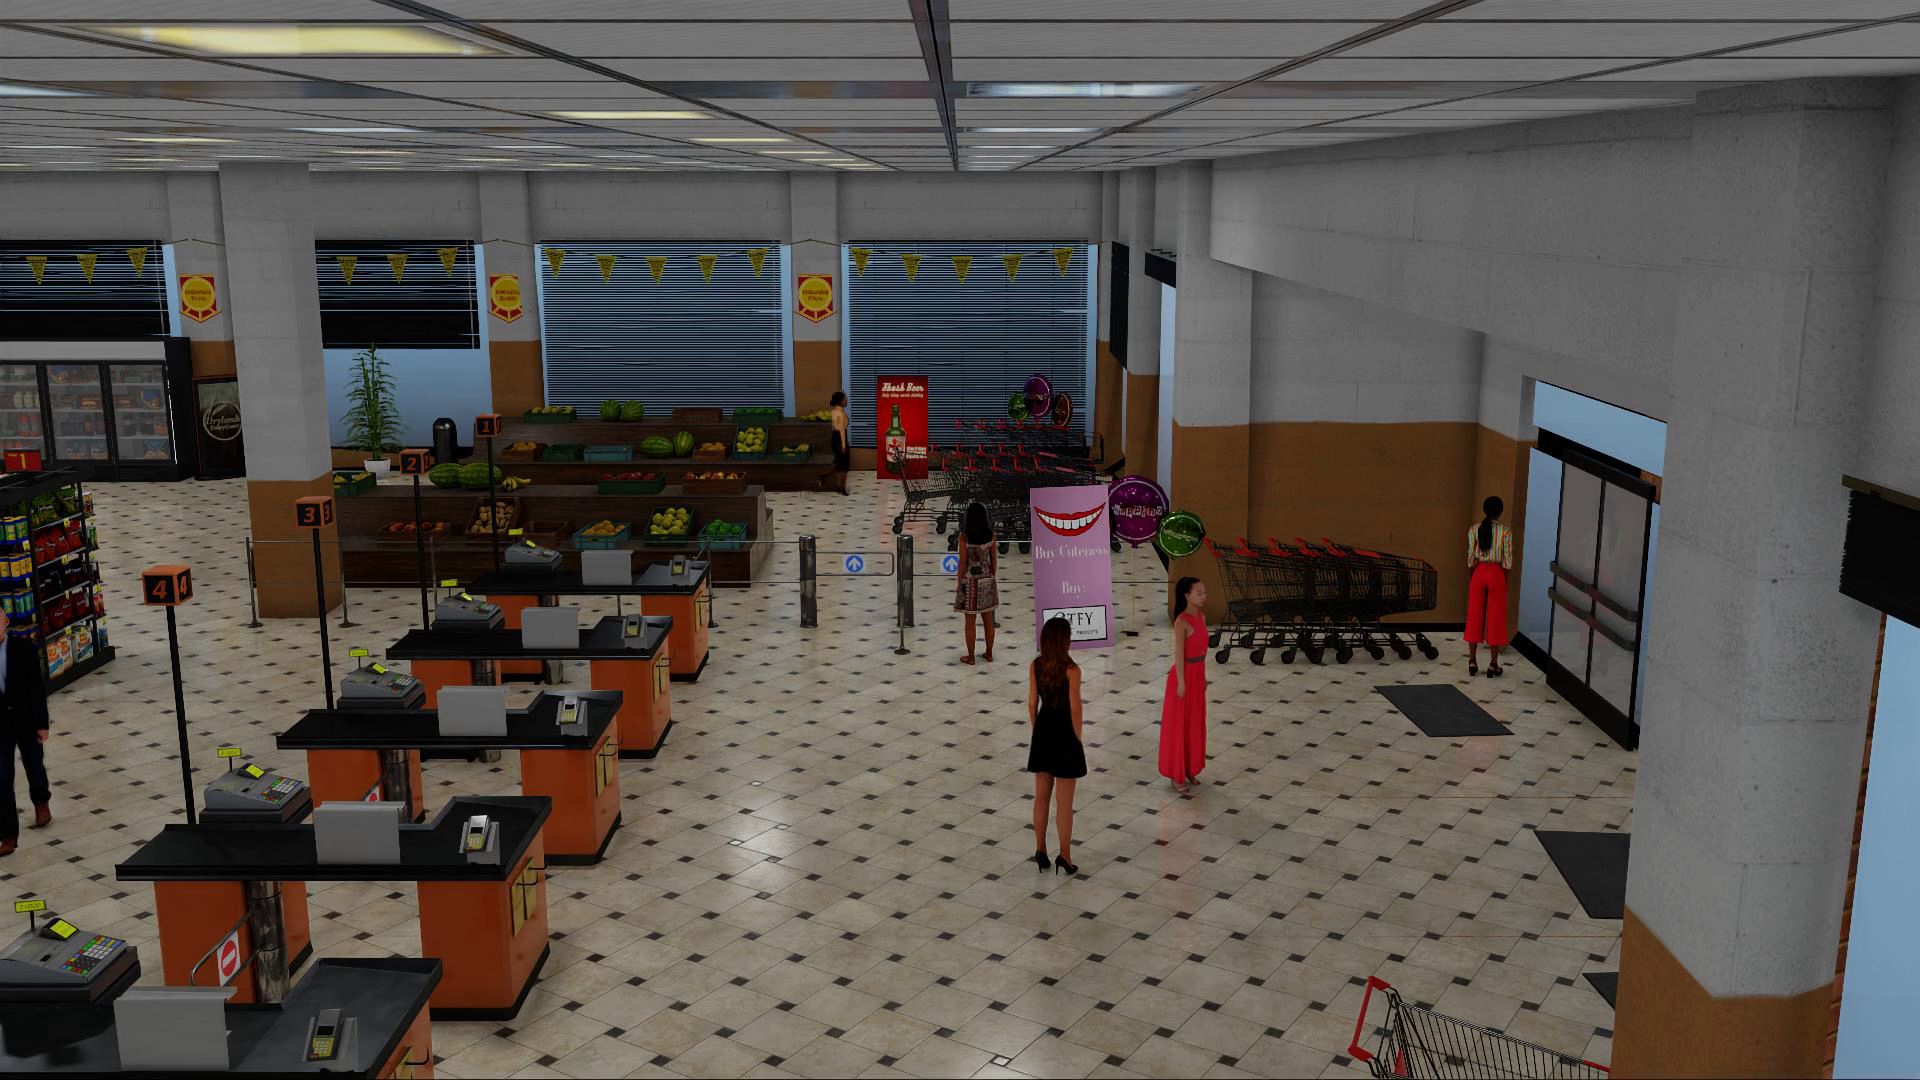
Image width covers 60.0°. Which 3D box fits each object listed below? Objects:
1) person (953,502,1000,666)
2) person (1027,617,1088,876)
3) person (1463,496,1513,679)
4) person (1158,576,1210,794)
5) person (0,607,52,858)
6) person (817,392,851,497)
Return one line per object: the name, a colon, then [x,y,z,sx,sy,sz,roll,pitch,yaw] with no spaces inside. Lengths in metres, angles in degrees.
person: [0.167,0.427,16.752,0.640,1.644,0.784,-6,13,-27]
person: [0.660,1.428,11.538,0.638,1.834,0.731,8,14,34]
person: [5.172,0.449,16.290,0.632,1.793,0.737,7,14,31]
person: [1.806,1.132,13.207,0.757,1.727,0.716,9,15,37]
person: [-6.901,1.331,12.176,1.218,1.761,1.038,-5,13,-21]
person: [-1.944,-1.471,25.776,0.884,1.642,0.766,-6,13,-25]
